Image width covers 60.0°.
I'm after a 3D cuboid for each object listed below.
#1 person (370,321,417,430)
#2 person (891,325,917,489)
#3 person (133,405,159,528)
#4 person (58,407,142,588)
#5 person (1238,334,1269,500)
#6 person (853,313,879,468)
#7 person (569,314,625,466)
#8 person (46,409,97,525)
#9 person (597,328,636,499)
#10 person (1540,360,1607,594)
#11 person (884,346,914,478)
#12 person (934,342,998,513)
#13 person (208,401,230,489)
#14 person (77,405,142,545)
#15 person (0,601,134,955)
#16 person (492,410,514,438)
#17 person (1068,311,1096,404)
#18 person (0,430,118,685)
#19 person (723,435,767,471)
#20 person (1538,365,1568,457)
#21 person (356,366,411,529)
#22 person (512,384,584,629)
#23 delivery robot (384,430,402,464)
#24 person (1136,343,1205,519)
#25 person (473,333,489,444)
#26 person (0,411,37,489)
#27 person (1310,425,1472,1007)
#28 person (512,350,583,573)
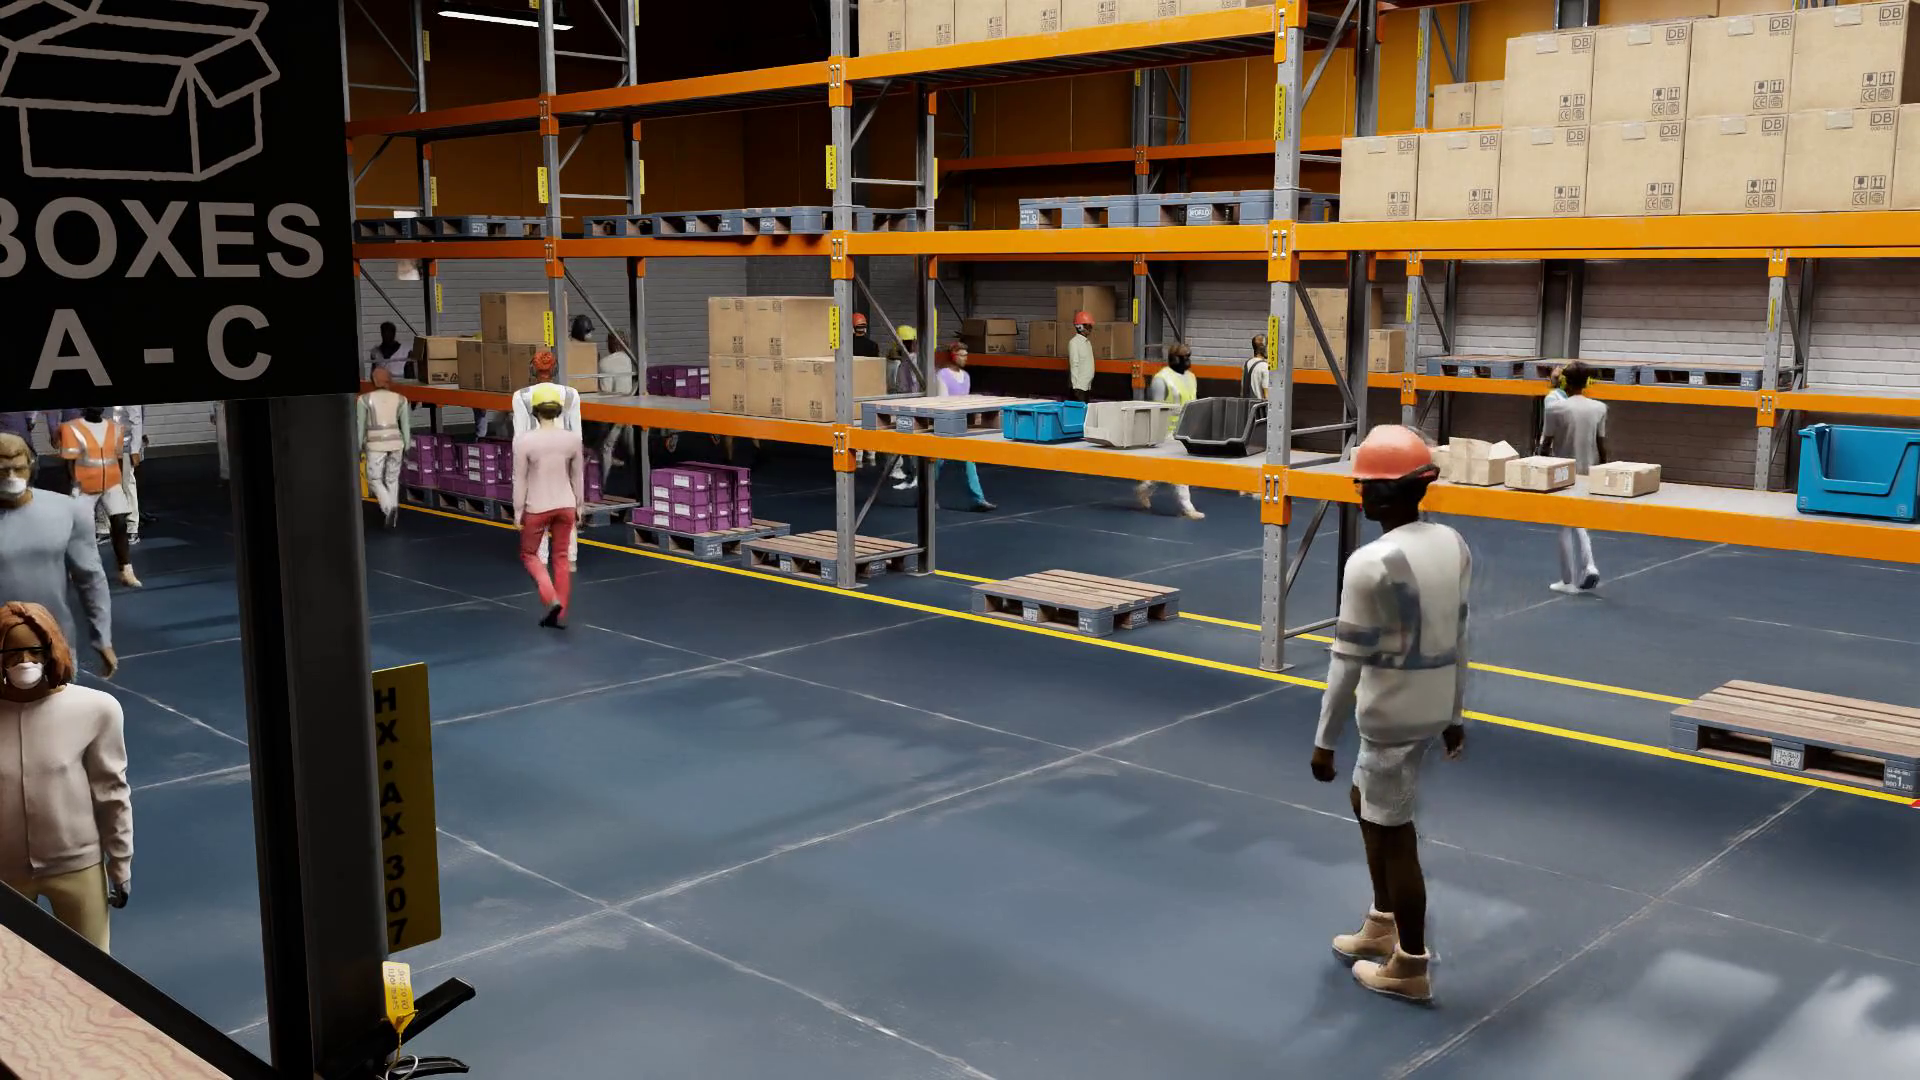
[{"bbox_3d":[-7.277,-1.866,21.410,0.675,1.894,0.477,2,10,13],"label":"person"},{"bbox_3d":[-0.630,-1.522,19.232,0.408,1.911,0.599,0,9,-2],"label":"person"},{"bbox_3d":[-8.247,-1.094,16.530,0.361,1.940,0.543,0,9,-1],"label":"person"},{"bbox_3d":[-7.013,-0.453,13.443,0.839,1.662,0.530,8,12,39],"label":"person"},{"bbox_3d":[3.310,-1.369,18.509,0.327,1.842,0.511,-4,10,-24],"label":"person"},{"bbox_3d":[-1.299,-1.932,21.498,0.376,1.991,0.622,7,12,37],"label":"person"},{"bbox_3d":[-4.920,-1.960,21.532,0.992,2.000,0.683,3,10,18],"label":"person"},{"bbox_3d":[-8.637,-1.072,16.449,0.655,1.918,0.448,-7,11,-36],"label":"person"},{"bbox_3d":[-3.824,-1.381,18.424,0.957,1.895,0.655,8,12,39],"label":"person"},{"bbox_3d":[4.812,-0.489,13.126,0.495,1.848,0.404,-2,9,-9],"label":"person"},{"bbox_3d":[-0.698,-1.602,20.359,0.457,1.709,0.495,-8,12,-39],"label":"person"},{"bbox_3d":[-0.069,-1.182,17.515,0.964,1.797,0.593,8,12,39],"label":"person"},{"bbox_3d":[-8.565,-1.558,19.657,0.600,1.861,0.759,0,9,-1],"label":"person"},{"bbox_3d":[-7.882,-0.858,15.407,0.586,1.833,0.404,0,9,2],"label":"person"},{"bbox_3d":[-2.663,0.973,4.821,0.497,1.629,0.277,-4,10,-25],"label":"person"},{"bbox_3d":[-5.983,-1.932,22.088,0.642,1.808,0.596,6,11,35],"label":"person"},{"bbox_3d":[1.630,-2.059,22.273,0.375,1.997,0.611,4,10,22],"label":"person"},{"bbox_3d":[-3.975,0.475,7.109,0.641,1.882,1.004,-8,13,-42],"label":"person"},{"bbox_3d":[-2.749,-1.777,20.839,0.722,1.912,0.575,9,13,44],"label":"person"},{"bbox_3d":[5.918,-0.959,16.707,0.810,1.611,0.523,8,12,41],"label":"person"},{"bbox_3d":[-5.583,-0.883,16.203,0.520,1.619,0.557,-7,12,-39],"label":"person"},{"bbox_3d":[-2.910,-0.225,11.768,0.540,1.750,0.387,-7,11,-35],"label":"person"},{"bbox_3d":[-6.926,-1.126,20.671,0.477,0.478,0.707,7,11,36],"label":"delivery robot"},{"bbox_3d":[2.187,-1.143,17.263,0.876,1.811,0.624,9,13,43],"label":"person"},{"bbox_3d":[-5.923,-1.683,20.672,0.313,1.768,0.533,-3,10,-15],"label":"person"},{"bbox_3d":[-10.601,-1.402,18.514,0.638,1.911,0.402,2,9,10],"label":"person"},{"bbox_3d":[1.453,0.605,5.843,0.647,2.022,0.643,-9,13,-43],"label":"person"},{"bbox_3d":[-3.458,-0.650,13.979,0.583,1.882,0.337,-5,10,-28],"label":"person"}]
